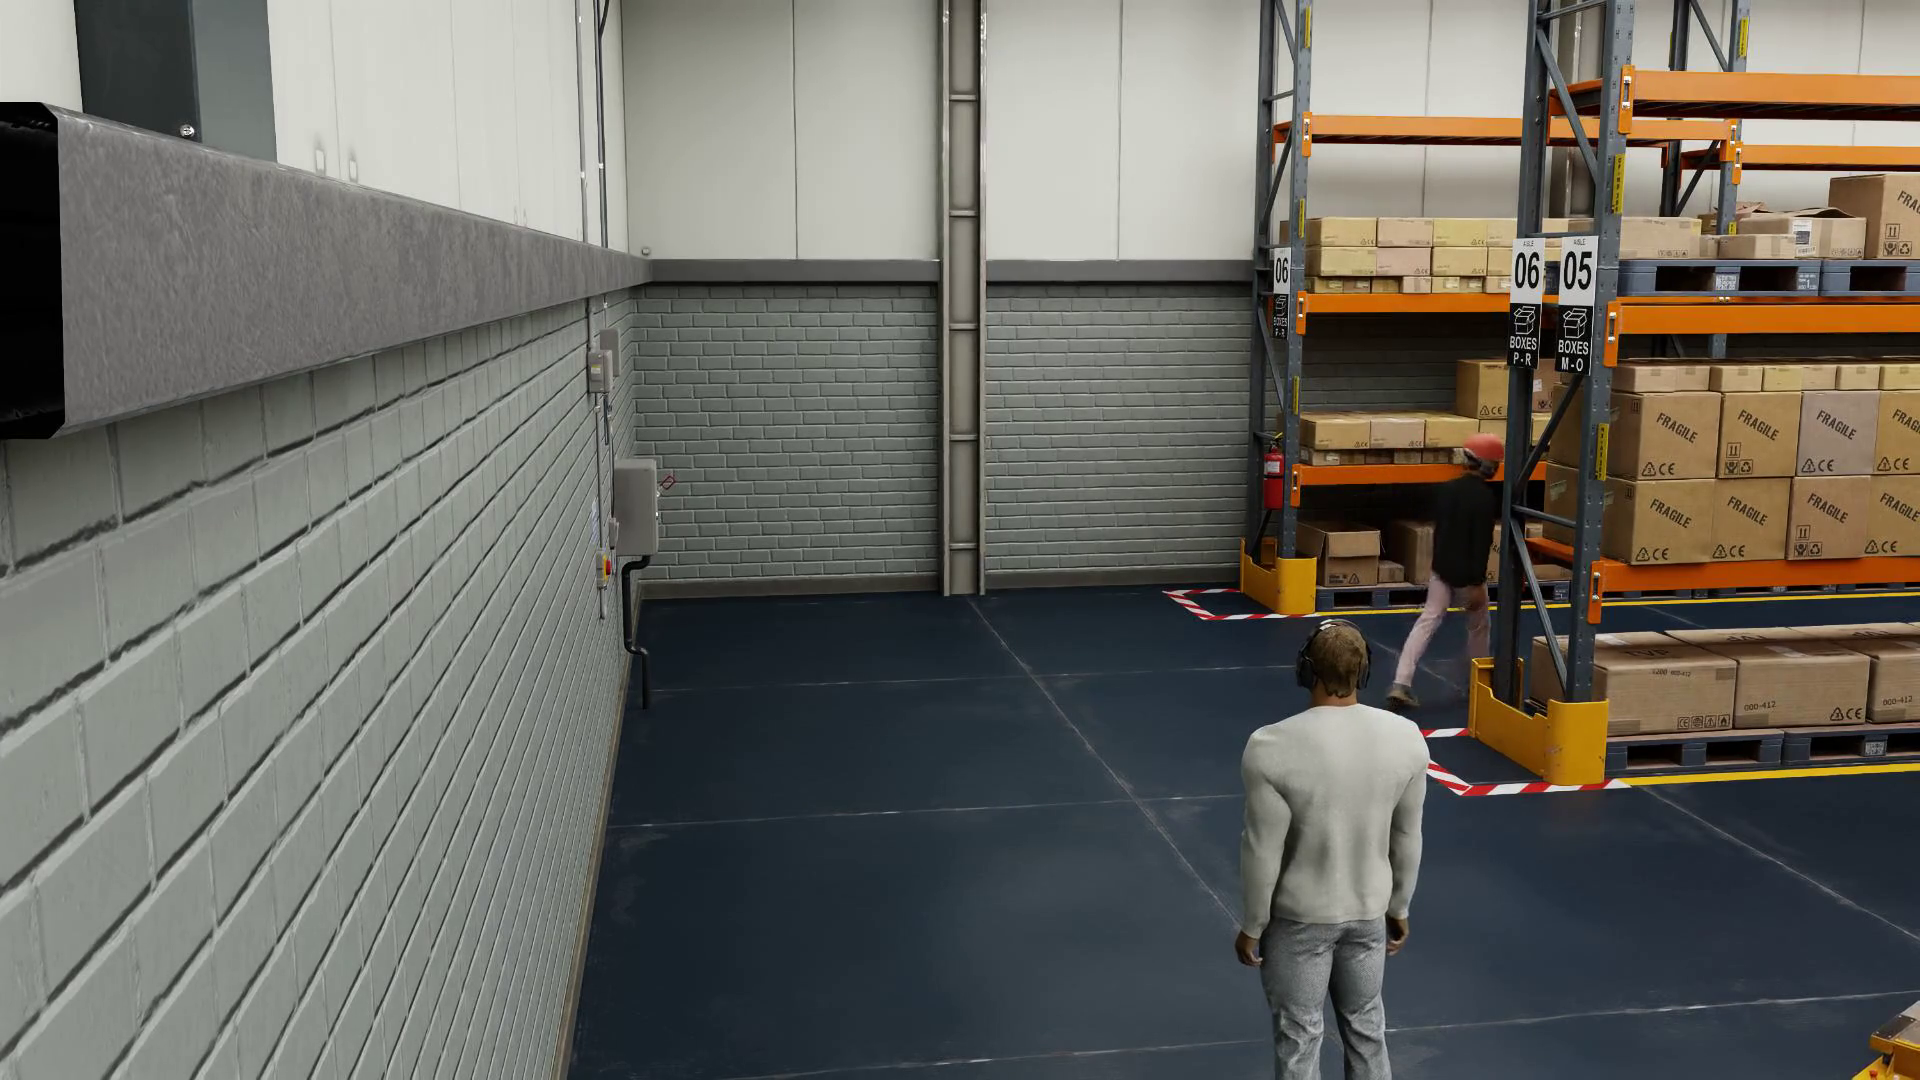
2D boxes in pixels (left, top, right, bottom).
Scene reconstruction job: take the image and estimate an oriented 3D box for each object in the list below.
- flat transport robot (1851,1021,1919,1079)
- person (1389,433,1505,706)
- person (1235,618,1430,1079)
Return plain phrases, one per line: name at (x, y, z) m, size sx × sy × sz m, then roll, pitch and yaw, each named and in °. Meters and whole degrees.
flat transport robot at (3.995, 1.894, 6.259) m, size 1.431 × 0.197 × 0.652 m, roll -8°, pitch 12°, yaw -40°
person at (3.418, 0.216, 11.531) m, size 1.038 × 1.935 × 0.703 m, roll -4°, pitch 10°, yaw -21°
person at (1.183, 1.206, 5.374) m, size 0.635 × 1.939 × 0.367 m, roll -3°, pitch 10°, yaw -15°
